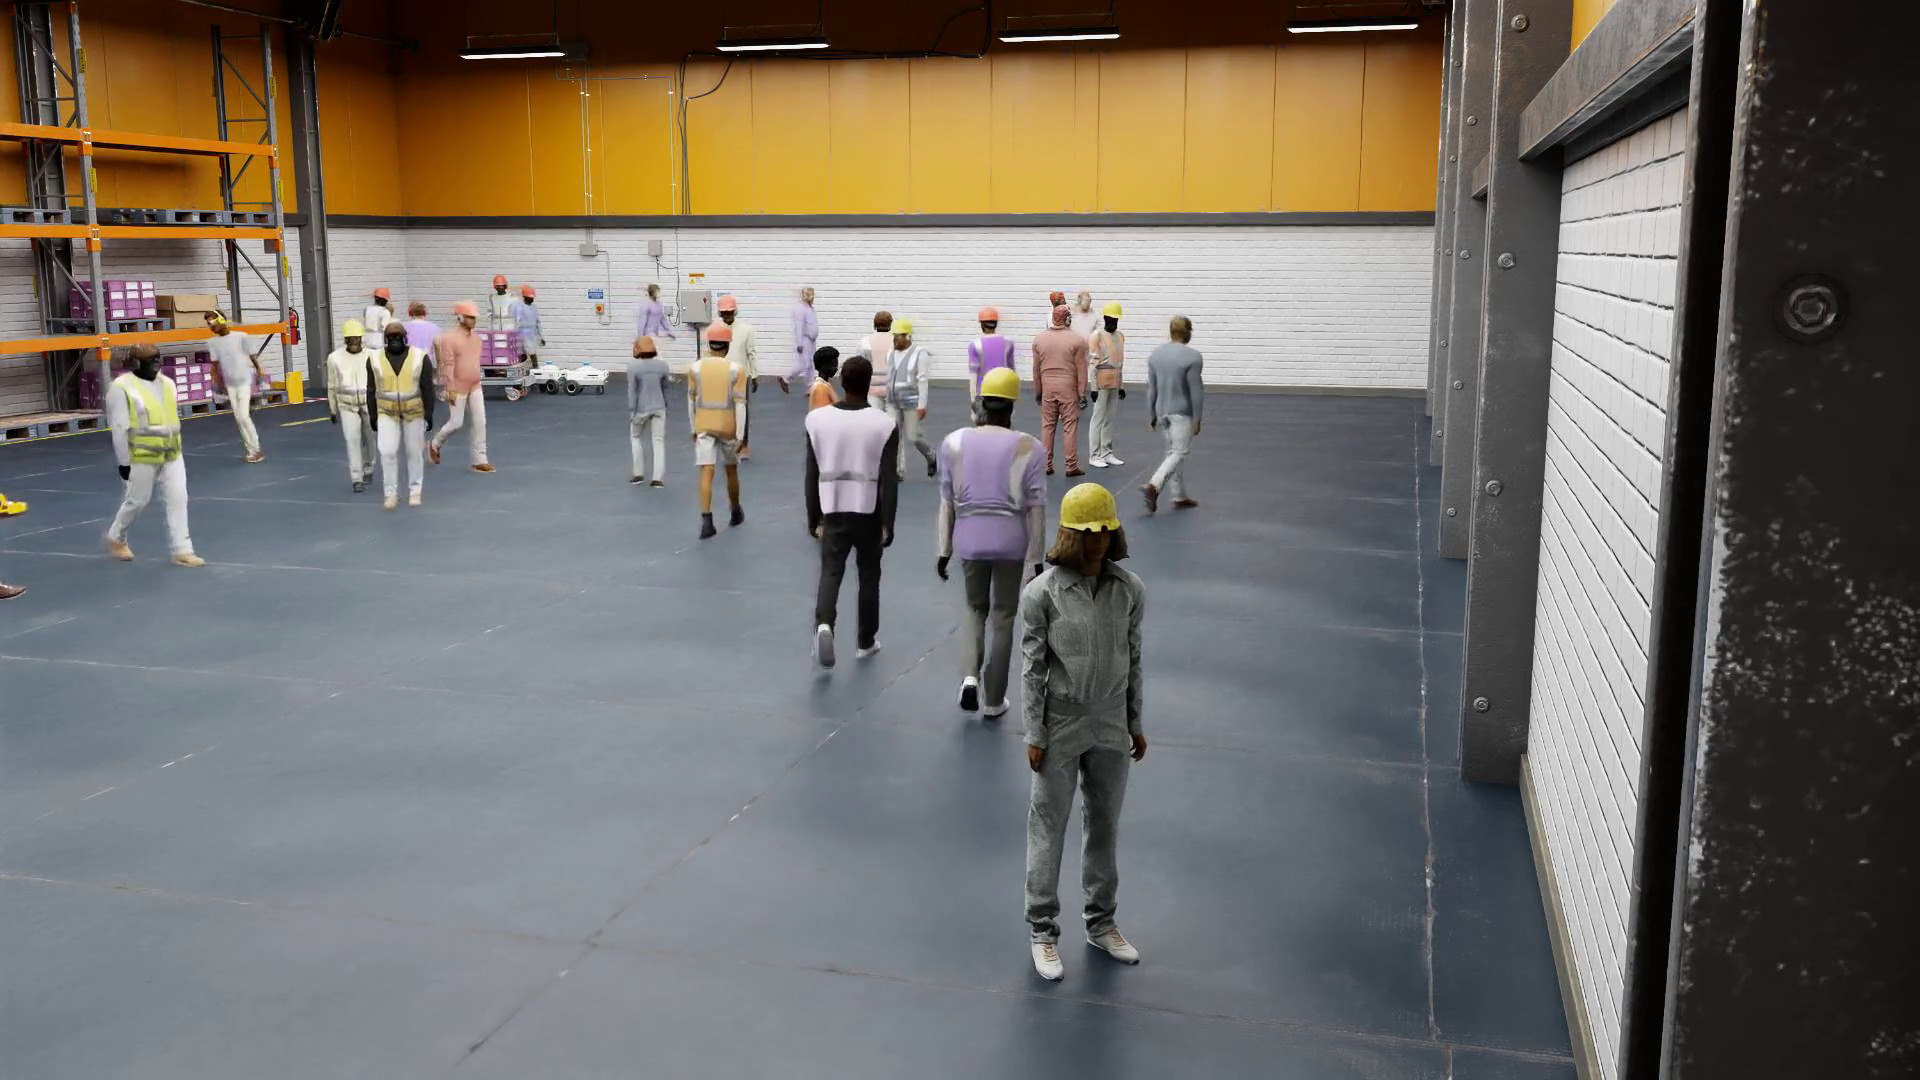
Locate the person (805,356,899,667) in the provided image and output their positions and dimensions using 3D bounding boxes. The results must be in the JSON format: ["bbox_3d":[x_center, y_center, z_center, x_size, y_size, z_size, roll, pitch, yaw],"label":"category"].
[{"bbox_3d":[-0.671,-0.165,10.107,0.597,1.900,0.768,2,10,9],"label":"person"}]

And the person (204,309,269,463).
[{"bbox_3d":[-8.544,-1.811,19.633,0.612,1.813,0.559,1,10,6],"label":"person"}]

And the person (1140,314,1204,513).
[{"bbox_3d":[2.022,-1.199,15.927,0.848,1.916,0.637,-9,13,-41],"label":"person"}]

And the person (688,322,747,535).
[{"bbox_3d":[-2.165,-1.002,14.894,0.550,1.889,1.012,0,10,0],"label":"person"}]

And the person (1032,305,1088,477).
[{"bbox_3d":[1.132,-1.657,18.514,0.650,1.907,0.409,5,11,26],"label":"person"}]

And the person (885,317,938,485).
[{"bbox_3d":[-0.547,-1.489,17.834,0.598,1.808,0.694,7,12,35],"label":"person"}]

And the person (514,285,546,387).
[{"bbox_3d":[-7.734,-3.629,29.816,0.970,1.869,0.637,3,10,16],"label":"person"}]

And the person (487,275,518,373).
[{"bbox_3d":[-8.542,-3.934,31.082,0.611,2.030,0.409,1,10,4],"label":"person"}]

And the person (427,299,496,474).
[{"bbox_3d":[-5.654,-1.730,18.764,0.800,1.966,0.613,7,12,34],"label":"person"}]

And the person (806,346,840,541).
[{"bbox_3d":[-1.183,-0.842,14.508,0.320,1.691,0.531,-1,10,-7],"label":"person"}]

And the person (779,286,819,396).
[{"bbox_3d":[-2.686,-3.371,28.312,0.641,1.887,0.645,3,11,17],"label":"person"}]

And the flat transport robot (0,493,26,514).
[{"bbox_3d":[-9.424,-0.269,15.283,0.652,0.197,1.431,3,10,15],"label":"flat transport robot"}]

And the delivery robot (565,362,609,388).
[{"bbox_3d":[-6.423,-2.819,28.656,0.707,0.478,0.477,-1,10,-3],"label":"delivery robot"}]

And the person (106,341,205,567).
[{"bbox_3d":[-6.514,-0.687,13.303,0.880,1.812,0.635,5,11,25],"label":"person"}]

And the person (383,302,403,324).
[{"bbox_3d":[-9.680,-3.215,28.178,0.524,1.609,0.767,-3,10,-15],"label":"person"}]

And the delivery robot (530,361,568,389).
[{"bbox_3d":[-7.128,-2.863,28.900,0.707,0.478,0.477,5,11,28],"label":"delivery robot"}]

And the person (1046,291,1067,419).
[{"bbox_3d":[1.445,-2.755,24.790,0.349,1.884,0.584,2,10,12],"label":"person"}]

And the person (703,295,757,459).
[{"bbox_3d":[-2.755,-1.929,19.865,0.666,1.966,0.795,-1,10,-7],"label":"person"}]

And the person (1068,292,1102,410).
[{"bbox_3d":[1.917,-2.938,25.967,0.635,1.843,1.054,-3,10,-17],"label":"person"}]

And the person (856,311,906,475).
[{"bbox_3d":[-0.847,-1.629,18.547,0.626,1.840,0.430,-1,10,-3],"label":"person"}]

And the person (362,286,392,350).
[{"bbox_3d":[-9.546,-3.171,27.100,0.560,1.907,0.714,3,11,18],"label":"person"}]

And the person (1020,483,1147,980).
[{"bbox_3d":[0.444,0.662,5.844,0.487,1.744,0.296,-5,11,-25],"label":"person"}]

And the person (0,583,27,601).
[{"bbox_3d":[-7.219,-0.404,11.670,0.537,1.825,0.972,7,12,36],"label":"person"}]

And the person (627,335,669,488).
[{"bbox_3d":[-3.335,-1.371,17.708,0.517,1.608,0.618,-6,12,-31],"label":"person"}]

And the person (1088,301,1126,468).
[{"bbox_3d":[1.726,-1.808,19.318,0.383,1.923,0.590,9,14,42],"label":"person"}]

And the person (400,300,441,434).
[{"bbox_3d":[-7.324,-2.330,22.532,0.596,1.829,0.475,-5,11,-26],"label":"person"}]

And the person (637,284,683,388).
[{"bbox_3d":[-5.536,-3.684,30.078,1.053,1.879,0.638,2,10,11],"label":"person"}]

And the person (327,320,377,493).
[{"bbox_3d":[-6.353,-1.434,17.588,0.603,1.792,0.909,-4,11,-20],"label":"person"}]

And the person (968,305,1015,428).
[{"bbox_3d":[0.363,-1.632,18.386,0.547,1.915,0.831,-2,10,-13],"label":"person"}]

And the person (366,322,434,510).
[{"bbox_3d":[-5.447,-1.203,16.202,0.644,1.817,0.734,-2,10,-14],"label":"person"}]

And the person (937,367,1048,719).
[{"bbox_3d":[0.183,0.025,8.967,0.606,1.907,0.419,3,10,15],"label":"person"}]
